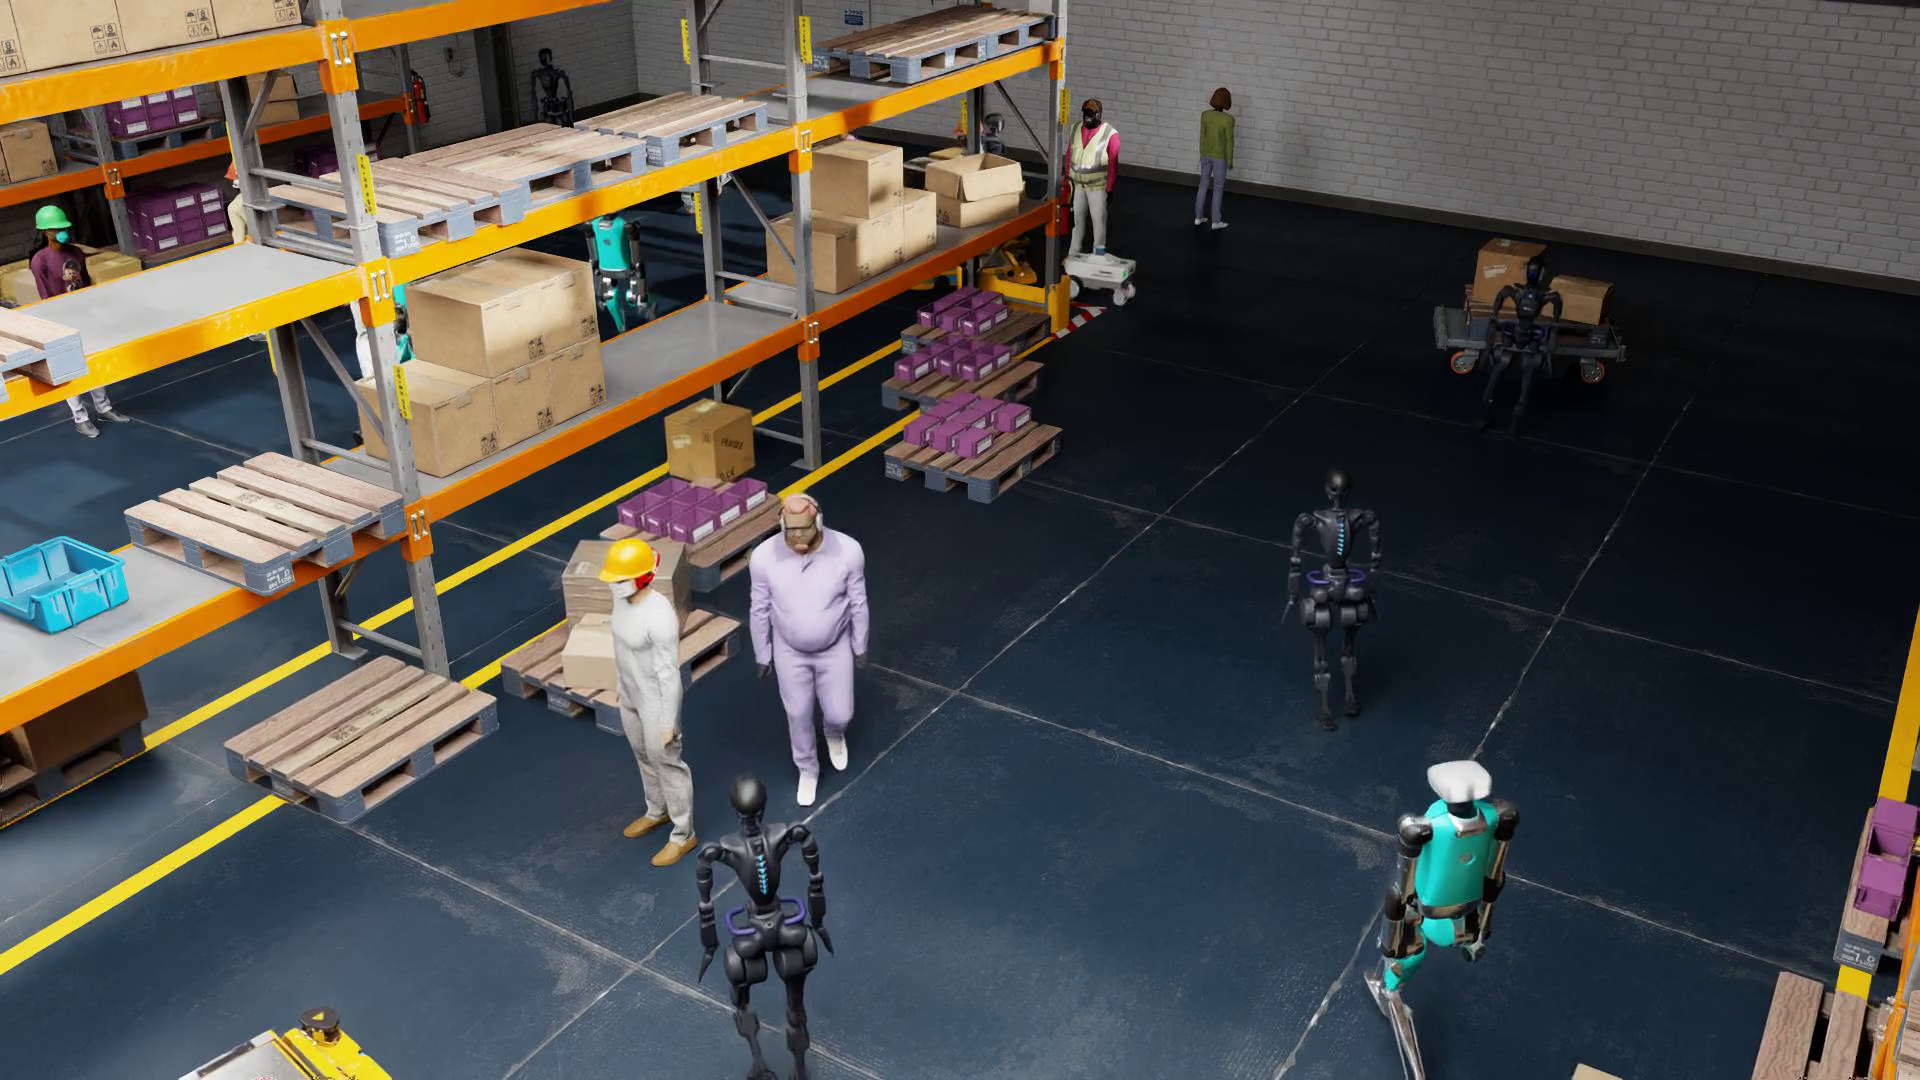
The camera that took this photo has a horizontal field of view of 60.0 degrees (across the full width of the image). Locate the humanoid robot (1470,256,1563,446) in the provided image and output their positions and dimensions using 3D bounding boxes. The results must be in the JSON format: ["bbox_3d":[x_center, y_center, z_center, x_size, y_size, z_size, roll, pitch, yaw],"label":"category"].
[{"bbox_3d":[4.636,-1.590,13.785,0.609,1.645,0.464,9,28,16],"label":"humanoid robot"}]

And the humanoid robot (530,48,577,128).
[{"bbox_3d":[-5.266,-5.600,21.711,0.615,1.634,0.717,4,27,9],"label":"humanoid robot"}]

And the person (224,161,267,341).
[{"bbox_3d":[-6.799,-2.797,16.063,0.320,1.755,0.561,8,28,15],"label":"person"}]

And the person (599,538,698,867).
[{"bbox_3d":[-1.657,0.834,8.770,0.377,1.888,0.569,-20,33,-34],"label":"person"}]

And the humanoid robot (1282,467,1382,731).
[{"bbox_3d":[2.247,0.354,9.953,0.589,1.646,0.381,-1,27,-2],"label":"humanoid robot"}]

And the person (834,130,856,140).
[{"bbox_3d":[-1.317,-3.715,17.808,0.854,1.811,0.531,-11,29,-20],"label":"person"}]

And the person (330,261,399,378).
[{"bbox_3d":[-5.240,-2.231,14.776,0.621,1.925,0.385,-1,27,-1],"label":"person"}]

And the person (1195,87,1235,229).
[{"bbox_3d":[3.003,-4.486,19.539,0.286,1.627,0.496,-22,34,-37],"label":"person"}]

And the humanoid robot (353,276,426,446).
[{"bbox_3d":[-4.771,-1.569,13.698,0.906,1.786,0.540,-23,35,-38],"label":"humanoid robot"}]

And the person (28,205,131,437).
[{"bbox_3d":[-7.470,-1.855,13.995,0.421,1.954,0.489,10,29,19],"label":"person"}]

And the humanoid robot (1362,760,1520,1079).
[{"bbox_3d":[2.011,1.626,7.438,0.539,1.785,1.032,-6,28,-12],"label":"humanoid robot"}]

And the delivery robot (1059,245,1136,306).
[{"bbox_3d":[1.454,-2.777,17.337,0.766,0.580,0.499,12,29,22],"label":"delivery robot"}]

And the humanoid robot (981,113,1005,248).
[{"bbox_3d":[0.291,-3.900,18.376,0.547,1.645,0.610,-2,27,-5],"label":"humanoid robot"}]

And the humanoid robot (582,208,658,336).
[{"bbox_3d":[-2.988,-2.321,15.212,0.534,1.781,1.018,7,28,14],"label":"humanoid robot"}]

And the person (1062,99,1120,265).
[{"bbox_3d":[1.402,-3.857,18.062,0.620,1.844,0.429,16,31,28],"label":"person"}]

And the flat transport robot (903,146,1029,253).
[{"bbox_3d":[0.041,-3.560,19.213,1.431,0.231,0.659,22,34,36],"label":"flat transport robot"}]

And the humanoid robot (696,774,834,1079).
[{"bbox_3d":[-0.836,1.737,7.217,0.602,1.643,0.375,-8,28,-16],"label":"humanoid robot"}]

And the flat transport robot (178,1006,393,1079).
[{"bbox_3d":[-3.211,2.571,7.132,0.659,0.231,1.431,23,35,38],"label":"flat transport robot"}]

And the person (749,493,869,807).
[{"bbox_3d":[-0.831,0.595,9.237,0.662,1.887,0.462,-1,27,-2],"label":"person"}]

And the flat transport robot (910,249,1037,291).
[{"bbox_3d":[0.061,-2.912,17.937,1.431,0.231,0.659,-5,27,-10],"label":"flat transport robot"}]

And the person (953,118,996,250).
[{"bbox_3d":[0.059,-3.721,17.934,0.805,1.711,0.587,0,27,0],"label":"person"}]
